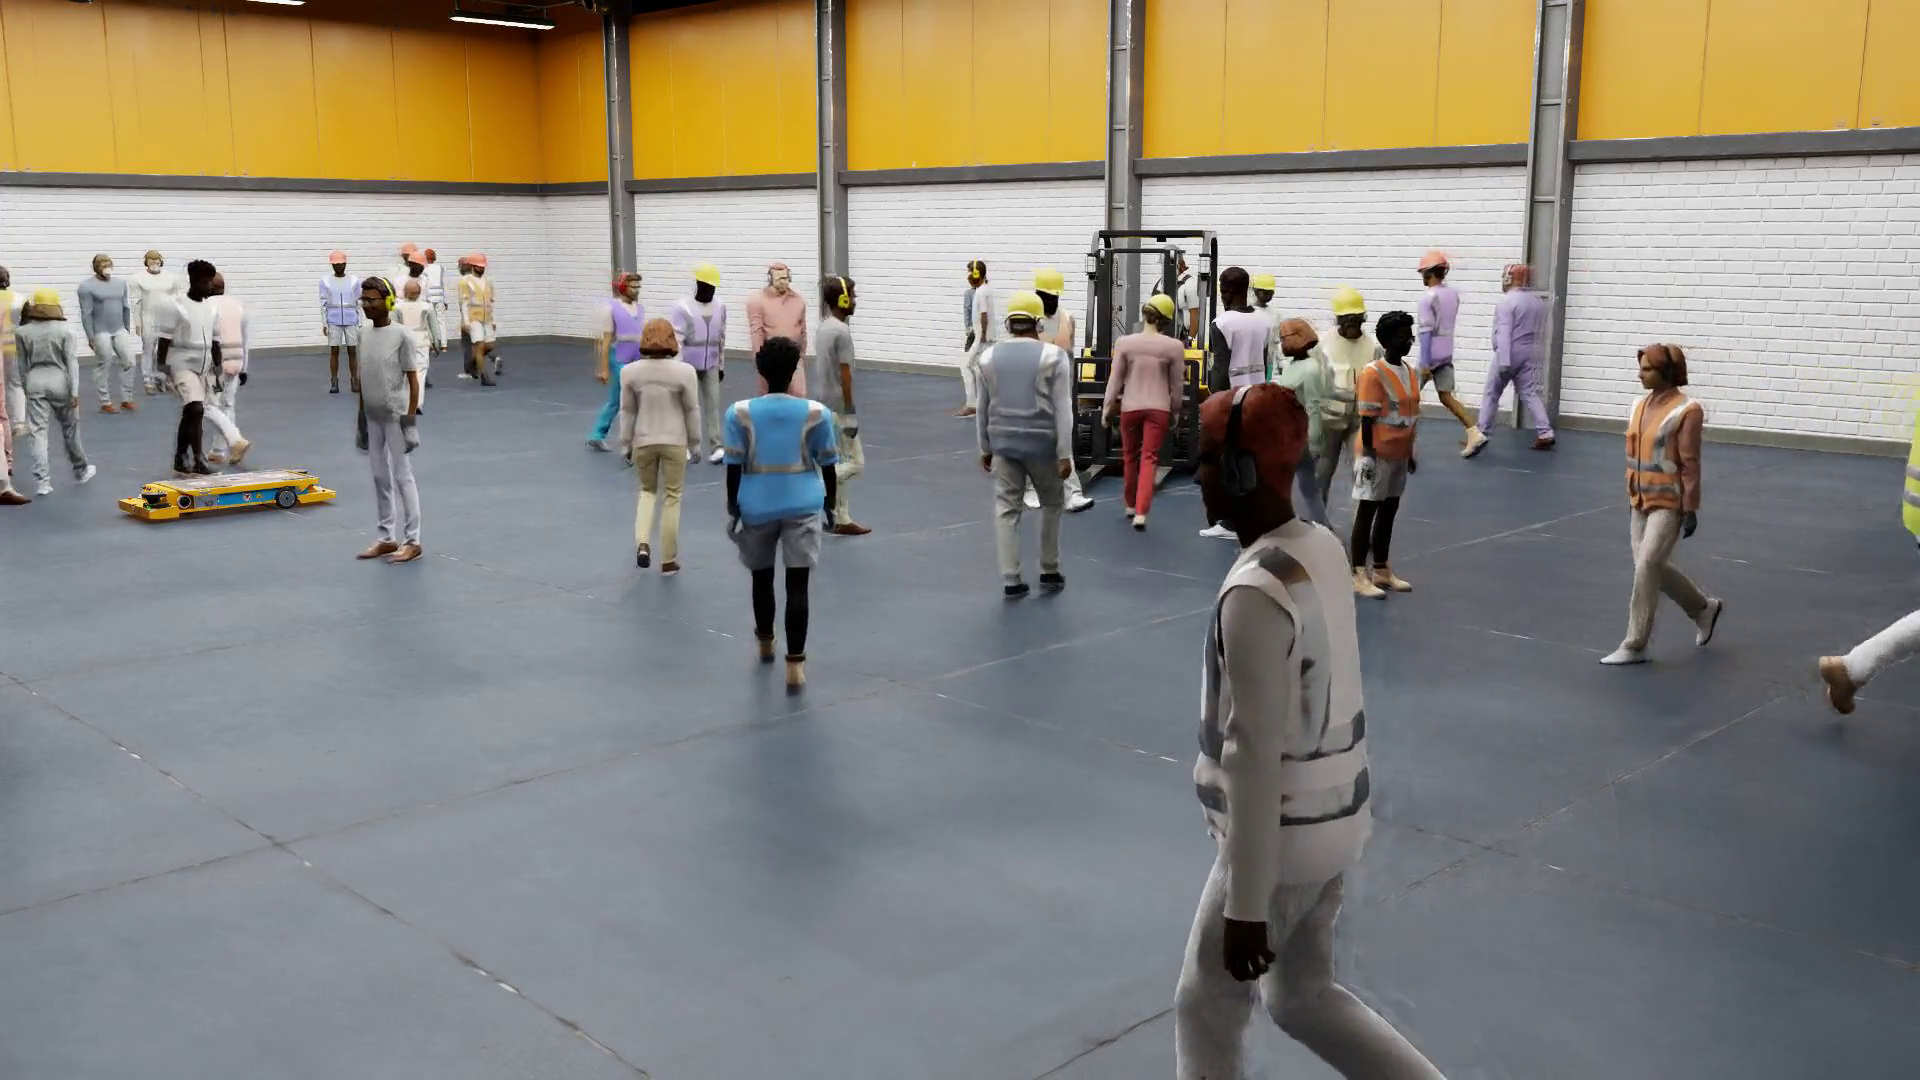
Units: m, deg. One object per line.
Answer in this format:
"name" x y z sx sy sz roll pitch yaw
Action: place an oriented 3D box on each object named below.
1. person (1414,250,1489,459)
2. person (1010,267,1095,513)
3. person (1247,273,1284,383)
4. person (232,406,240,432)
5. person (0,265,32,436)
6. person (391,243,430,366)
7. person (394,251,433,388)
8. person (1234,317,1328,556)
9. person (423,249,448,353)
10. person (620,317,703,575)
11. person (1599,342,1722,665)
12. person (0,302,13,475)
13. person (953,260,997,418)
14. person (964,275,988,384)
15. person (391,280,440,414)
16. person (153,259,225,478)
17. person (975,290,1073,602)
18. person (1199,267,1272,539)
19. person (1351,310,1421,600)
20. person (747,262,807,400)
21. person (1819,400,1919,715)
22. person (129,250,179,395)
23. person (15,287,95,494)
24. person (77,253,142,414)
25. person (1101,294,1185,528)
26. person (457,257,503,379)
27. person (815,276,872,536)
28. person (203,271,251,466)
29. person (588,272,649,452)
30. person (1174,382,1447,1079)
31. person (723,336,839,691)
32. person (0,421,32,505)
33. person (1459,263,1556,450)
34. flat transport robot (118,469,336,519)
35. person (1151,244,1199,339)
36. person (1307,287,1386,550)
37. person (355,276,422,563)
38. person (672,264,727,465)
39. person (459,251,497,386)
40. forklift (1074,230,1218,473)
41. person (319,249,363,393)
"person" 4.622 -1.769 15.950 0.606 2.006 0.973 -8 13 -38
"person" 0.687 -1.131 12.734 0.614 1.875 0.933 -5 12 -26
"person" 3.006 -1.787 16.660 0.543 1.749 0.415 -5 12 -27
"person" -8.194 -1.992 18.157 0.769 1.611 0.511 10 14 44
"person" -10.084 -1.976 17.513 0.636 1.819 0.675 -4 11 -21
"person" -9.092 -3.869 27.320 0.879 2.020 0.604 9 13 39
"person" -7.544 -3.027 23.004 0.472 1.910 0.590 10 14 42
"person" 2.118 -0.649 10.915 0.769 1.595 0.491 0 10 -2
"person" -9.615 -4.357 30.331 0.583 1.882 0.337 -9 14 -40
"person" -1.876 -0.588 10.480 0.498 1.624 0.354 1 10 7
"person" 3.559 -0.183 8.318 0.707 1.614 0.517 -3 11 -14
"person" -8.597 -1.466 14.527 0.406 1.902 0.639 0 10 -2
"person" 0.169 -2.340 19.453 0.675 1.837 0.495 2 11 13
"person" 0.254 -3.058 23.931 0.502 1.633 0.279 -10 14 -42
"person" -6.554 -2.323 20.012 0.532 1.601 0.851 -2 11 -10
"person" -6.682 -1.490 14.600 0.808 1.918 0.664 3 11 15
"person" 0.409 -0.563 9.830 0.633 1.806 0.669 4 11 21
"person" 1.953 -0.958 11.718 0.590 1.915 0.392 -10 14 -44
"person" 2.527 -0.508 9.852 0.537 1.696 0.321 -10 14 -42
"person" -1.713 -1.746 16.149 0.635 1.869 0.785 -5 12 -27
"person" 4.159 -0.054 7.095 0.751 1.819 0.638 3 11 17
"person" -10.783 -2.917 22.352 0.629 1.931 0.376 -9 14 -42
"person" -7.612 -1.263 13.955 0.505 1.694 0.894 -2 11 -10
"person" -10.101 -2.448 19.824 0.678 1.914 0.650 6 12 30
"person" 1.347 -0.951 12.263 0.595 1.704 0.834 3 11 14
"person" -7.156 -3.272 24.588 0.714 1.823 0.509 5 11 23
"person" -0.890 -0.914 11.655 0.535 1.849 0.538 -4 11 -22
"person" -6.836 -1.580 15.355 0.736 1.824 0.646 4 11 23
"person" -3.273 -1.713 16.211 1.008 1.789 0.578 4 11 21
"person" 0.725 0.609 3.351 0.797 1.856 0.608 5 12 25
"person" -0.853 -0.150 8.017 0.551 1.643 0.877 -1 10 -4
"person" -7.701 -1.158 12.903 0.824 1.872 0.653 3 11 17
"person" 5.543 -1.816 16.579 0.669 1.865 0.985 -9 14 -40
"flat transport robot" -5.715 -0.372 13.004 1.431 0.197 0.652 -10 14 -44
"person" 2.306 -2.233 18.322 0.536 2.000 0.688 -8 13 -38
"person" 2.671 -0.865 11.580 0.599 1.784 0.946 -1 10 -5
"person" -3.763 -0.784 10.899 0.522 1.867 0.322 5 12 27
"person" -2.411 -1.638 15.564 0.615 1.860 0.987 -7 13 -34
"person" -6.885 -3.147 23.684 0.698 1.907 0.561 8 13 39
"forklift" 1.804 -1.825 15.677 1.214 2.155 2.313 2 11 13
"person" -8.372 -2.960 22.563 0.547 1.938 0.379 -4 11 -21
